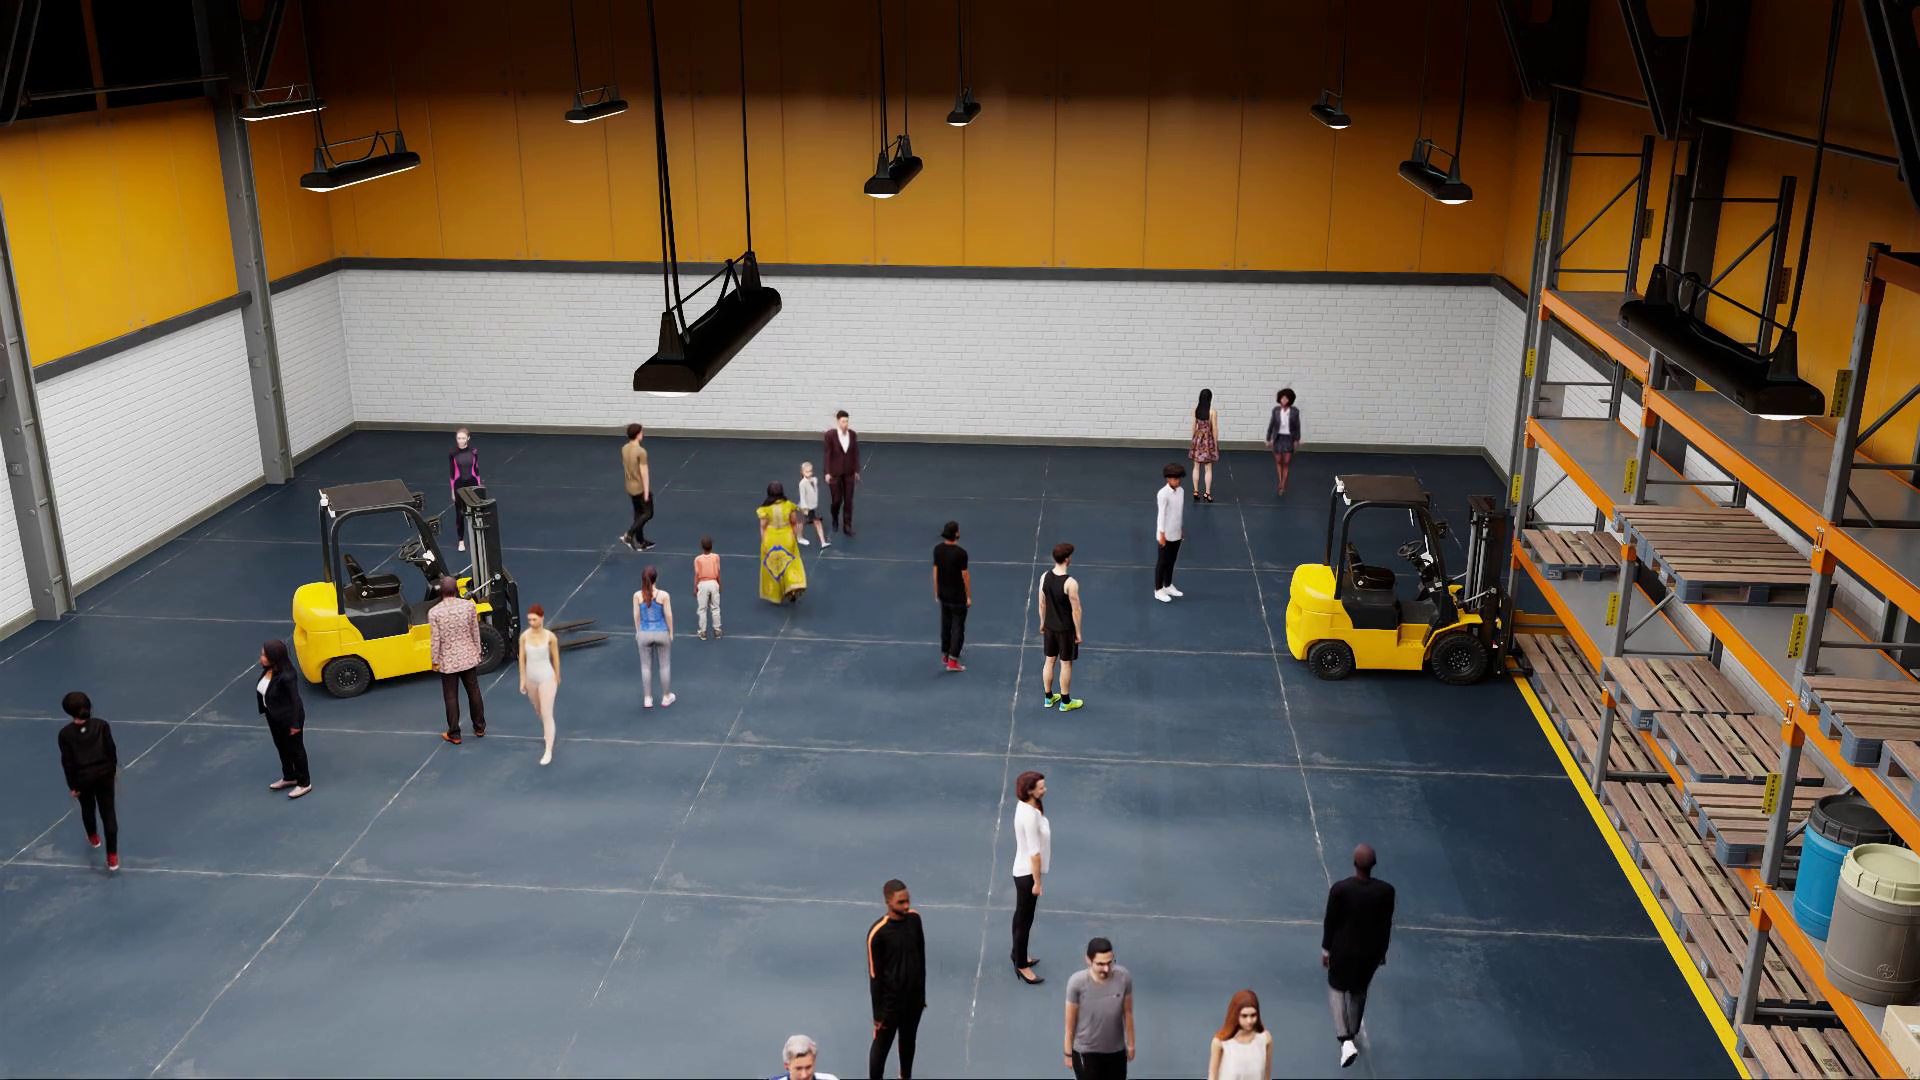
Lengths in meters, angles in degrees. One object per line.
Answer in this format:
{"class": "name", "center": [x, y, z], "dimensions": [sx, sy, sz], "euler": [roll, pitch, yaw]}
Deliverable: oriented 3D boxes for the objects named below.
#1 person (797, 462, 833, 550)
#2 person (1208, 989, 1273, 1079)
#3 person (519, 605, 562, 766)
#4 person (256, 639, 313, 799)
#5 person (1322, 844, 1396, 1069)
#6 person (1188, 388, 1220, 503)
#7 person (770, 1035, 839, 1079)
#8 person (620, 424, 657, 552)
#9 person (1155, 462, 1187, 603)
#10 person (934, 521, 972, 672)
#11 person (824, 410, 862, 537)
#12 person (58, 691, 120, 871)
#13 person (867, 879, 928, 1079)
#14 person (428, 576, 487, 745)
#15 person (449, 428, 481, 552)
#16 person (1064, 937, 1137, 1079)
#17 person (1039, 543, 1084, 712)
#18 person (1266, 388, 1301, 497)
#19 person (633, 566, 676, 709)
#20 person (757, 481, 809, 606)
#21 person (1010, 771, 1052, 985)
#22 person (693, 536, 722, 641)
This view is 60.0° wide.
{"class": "person", "center": [-2.161, -0.486, 23.362], "dimensions": [0.912, 1.240, 0.894], "euler": [16, 24, 39]}
{"class": "person", "center": [1.729, 3.569, 10.603], "dimensions": [0.653, 1.699, 0.847], "euler": [-1, 19, -2]}
{"class": "person", "center": [-4.307, 1.422, 17.135], "dimensions": [0.541, 1.599, 1.052], "euler": [1, 19, 3]}
{"class": "person", "center": [-6.590, 1.716, 16.232], "dimensions": [0.762, 1.617, 0.789], "euler": [13, 23, 34]}
{"class": "person", "center": [2.887, 3.046, 12.081], "dimensions": [0.673, 1.746, 0.934], "euler": [1, 19, 2]}
{"class": "person", "center": [3.723, -1.444, 25.370], "dimensions": [0.792, 1.773, 0.830], "euler": [12, 22, 32]}
{"class": "person", "center": [-0.945, 3.717, 9.979], "dimensions": [0.885, 1.816, 1.162], "euler": [-5, 19, -14]}
{"class": "person", "center": [-4.528, -0.691, 23.034], "dimensions": [0.939, 1.839, 1.033], "euler": [16, 24, 39]}
{"class": "person", "center": [2.691, -0.125, 21.400], "dimensions": [0.776, 1.809, 0.694], "euler": [17, 25, 41]}
{"class": "person", "center": [-0.099, 0.626, 19.209], "dimensions": [0.797, 1.784, 0.861], "euler": [13, 23, 34]}
{"class": "person", "center": [-1.728, -0.980, 23.870], "dimensions": [0.863, 1.853, 0.921], "euler": [-8, 20, -23]}
{"class": "person", "center": [-7.721, 2.169, 14.869], "dimensions": [1.004, 1.630, 1.147], "euler": [-11, 22, -30]}
{"class": "person", "center": [-0.447, 3.170, 11.623], "dimensions": [0.680, 1.804, 0.742], "euler": [-15, 24, -38]}
{"class": "person", "center": [-5.247, 1.238, 17.354], "dimensions": [0.773, 1.808, 0.817], "euler": [-13, 23, -34]}
{"class": "person", "center": [-6.913, -0.726, 23.280], "dimensions": [0.651, 1.748, 0.681], "euler": [-8, 20, -24]}
{"class": "person", "center": [0.913, 3.363, 11.156], "dimensions": [0.862, 1.736, 1.066], "euler": [-7, 20, -19]}
{"class": "person", "center": [1.090, 0.940, 18.110], "dimensions": [0.780, 1.890, 0.782], "euler": [14, 23, 36]}
{"class": "person", "center": [5.033, -1.533, 25.801], "dimensions": [0.808, 1.667, 1.055], "euler": [6, 20, 18]}
{"class": "person", "center": [-3.358, 1.051, 18.221], "dimensions": [0.595, 1.608, 0.559], "euler": [-1, 19, -3]}
{"class": "person", "center": [-2.273, 0.076, 21.053], "dimensions": [0.919, 1.648, 1.043], "euler": [-6, 19, -16]}
{"class": "person", "center": [0.534, 2.649, 13.185], "dimensions": [0.696, 1.794, 0.497], "euler": [-1, 19, -2]}
{"class": "person", "center": [-3.060, 0.564, 20.136], "dimensions": [0.570, 1.309, 0.600], "euler": [-5, 19, -15]}
